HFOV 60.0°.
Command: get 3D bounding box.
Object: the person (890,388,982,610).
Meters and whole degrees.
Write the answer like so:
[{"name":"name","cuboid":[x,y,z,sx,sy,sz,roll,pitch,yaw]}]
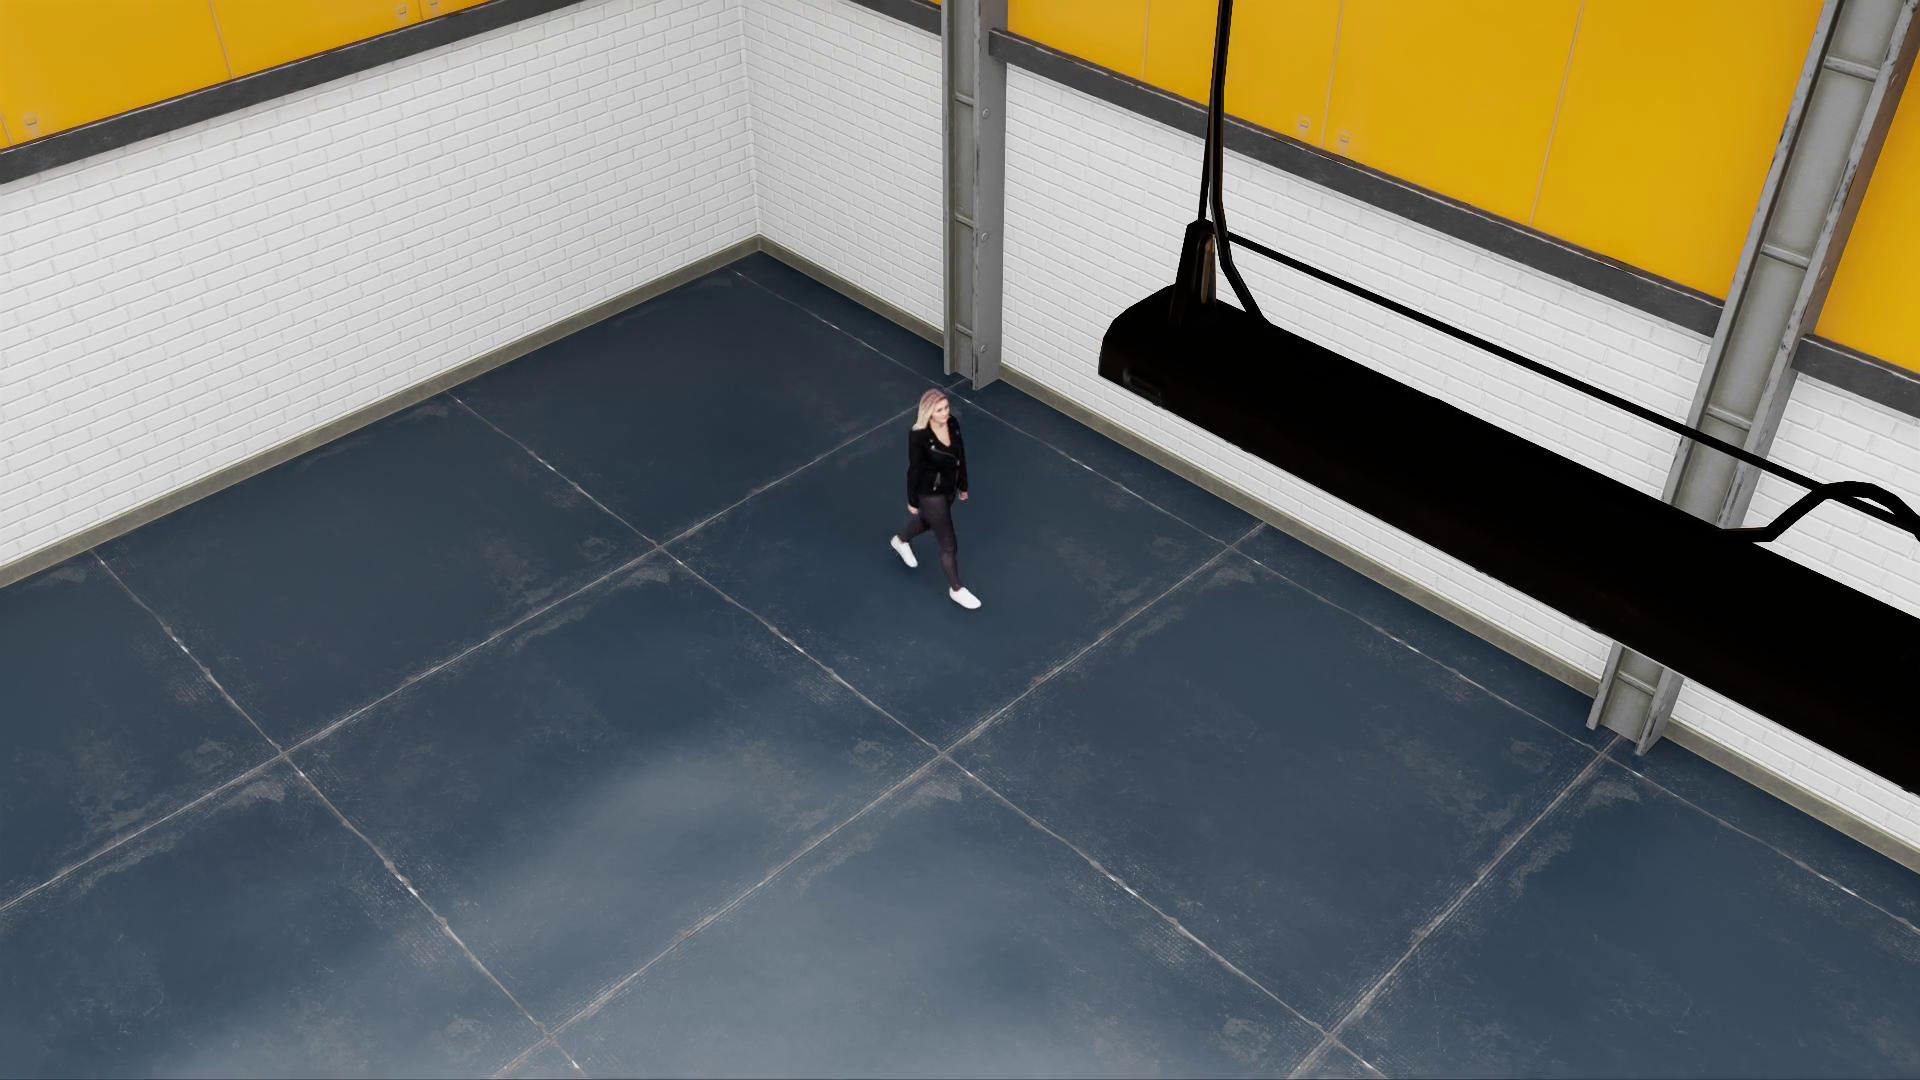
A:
[{"name":"person","cuboid":[-0.224,-0.351,11.536,1.115,1.646,0.625,31,48,33]}]
